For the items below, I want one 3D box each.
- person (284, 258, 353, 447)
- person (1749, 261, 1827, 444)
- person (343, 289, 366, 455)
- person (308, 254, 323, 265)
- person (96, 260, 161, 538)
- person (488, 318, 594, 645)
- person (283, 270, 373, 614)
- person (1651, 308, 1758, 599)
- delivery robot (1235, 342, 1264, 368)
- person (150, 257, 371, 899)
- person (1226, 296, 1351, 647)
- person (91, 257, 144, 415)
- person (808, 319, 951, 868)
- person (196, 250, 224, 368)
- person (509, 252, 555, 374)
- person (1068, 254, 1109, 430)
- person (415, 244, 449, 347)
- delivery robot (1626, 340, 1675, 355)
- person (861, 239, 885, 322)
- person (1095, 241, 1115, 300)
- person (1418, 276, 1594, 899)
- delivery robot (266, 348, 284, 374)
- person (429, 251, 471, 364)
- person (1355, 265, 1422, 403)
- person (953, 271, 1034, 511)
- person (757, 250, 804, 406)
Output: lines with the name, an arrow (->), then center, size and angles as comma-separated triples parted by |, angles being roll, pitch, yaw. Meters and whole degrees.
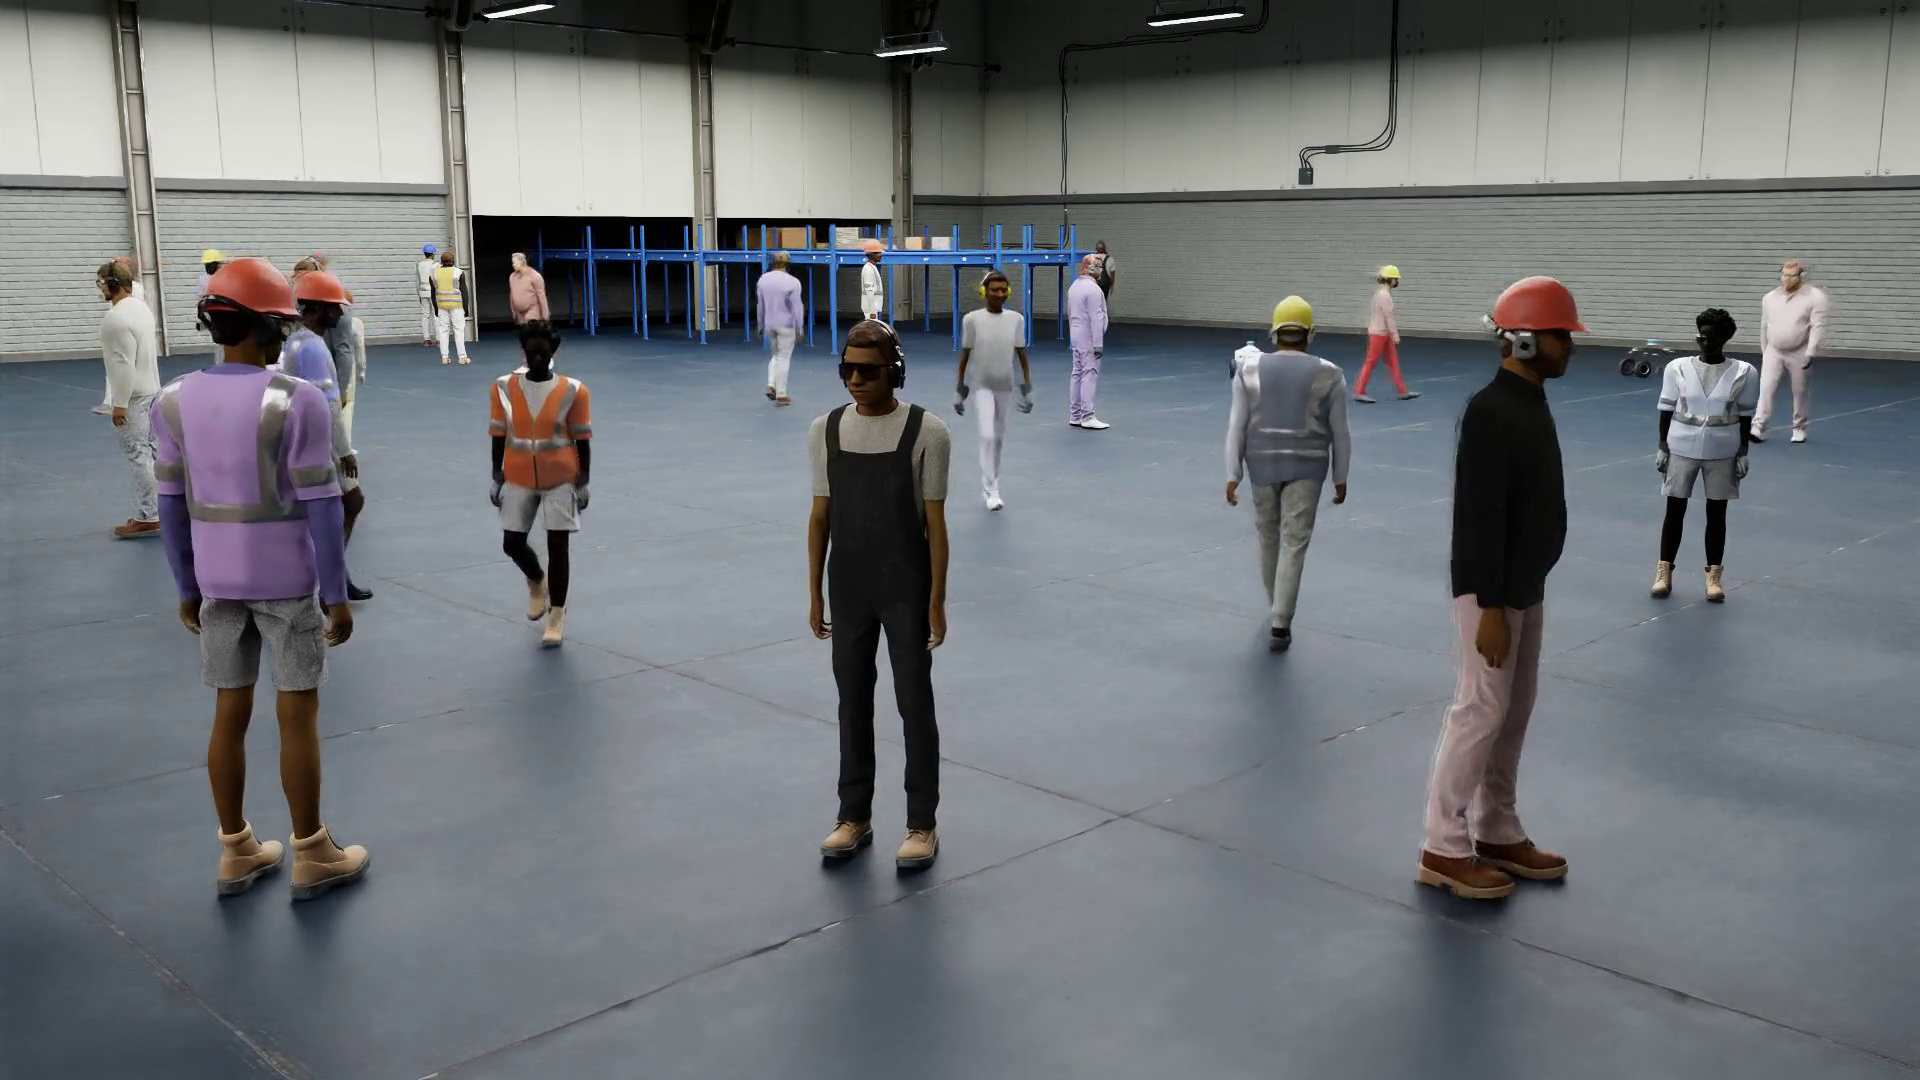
person -> -4.856, -1.151, 12.584 | 0.631, 1.940, 0.372 | 5, 12, 26
person -> 8.395, -1.887, 16.868 | 0.642, 1.845, 1.023 | 10, 14, 43
person -> -6.023, -1.605, 15.990 | 0.606, 1.596, 0.414 | -4, 11, -18
person -> -10.615, -3.809, 27.471 | 0.977, 1.789, 0.592 | -5, 12, -25
person -> -5.845, -0.998, 11.751 | 0.355, 1.936, 0.635 | -2, 11, -9
person -> -2.171, -0.315, 8.683 | 0.548, 1.687, 0.478 | 0, 10, -2
person -> -3.536, -0.540, 9.319 | 0.601, 1.913, 0.548 | -4, 11, -21
person -> 4.335, -0.499, 9.709 | 0.529, 1.688, 0.321 | 5, 11, 24
delivery robot -> 4.300, -2.698, 24.656 | 0.477, 0.478, 0.707 | 0, 10, -1
person -> -2.231, 0.124, 5.350 | 0.615, 2.038, 0.395 | 2, 11, 12
person -> 1.750, -0.384, 8.793 | 0.621, 1.785, 0.928 | 4, 11, 20
person -> -9.847, -2.372, 19.483 | 0.580, 1.856, 0.837 | 5, 12, 27
person -> -0.276, 0.182, 5.594 | 0.507, 1.842, 0.332 | 3, 11, 17
person -> -10.673, -3.178, 23.741 | 0.620, 1.889, 0.913 | 3, 11, 17
person -> -6.629, -3.527, 25.780 | 0.675, 1.861, 0.872 | 7, 13, 34
person -> 1.432, -2.187, 18.326 | 0.401, 1.904, 0.648 | -4, 11, -19
person -> -10.090, -4.670, 31.743 | 0.602, 1.949, 0.389 | 4, 11, 19
delivery robot -> 10.418, -2.907, 25.084 | 0.698, 0.223, 0.335 | -2, 11, -10
person -> -1.287, -3.444, 24.804 | 0.373, 2.044, 0.606 | 0, 10, -2
person -> 3.212, -5.894, 38.285 | 0.689, 2.000, 0.998 | -2, 11, -9
person -> 1.784, 0.160, 5.388 | 0.437, 1.988, 0.642 | 6, 12, 31
delivery robot -> -9.563, -2.464, 23.378 | 0.707, 0.478, 0.477 | -6, 12, -29
person -> -8.422, -3.843, 27.519 | 0.627, 1.847, 0.429 | 1, 10, 3
person -> 5.443, -2.590, 21.024 | 0.887, 1.724, 0.540 | 3, 11, 16
person -> 0.287, -1.139, 12.805 | 0.580, 1.833, 0.891 | -3, 11, -17
person -> -2.218, -2.653, 20.806 | 0.663, 1.924, 0.440 | 6, 12, 31
